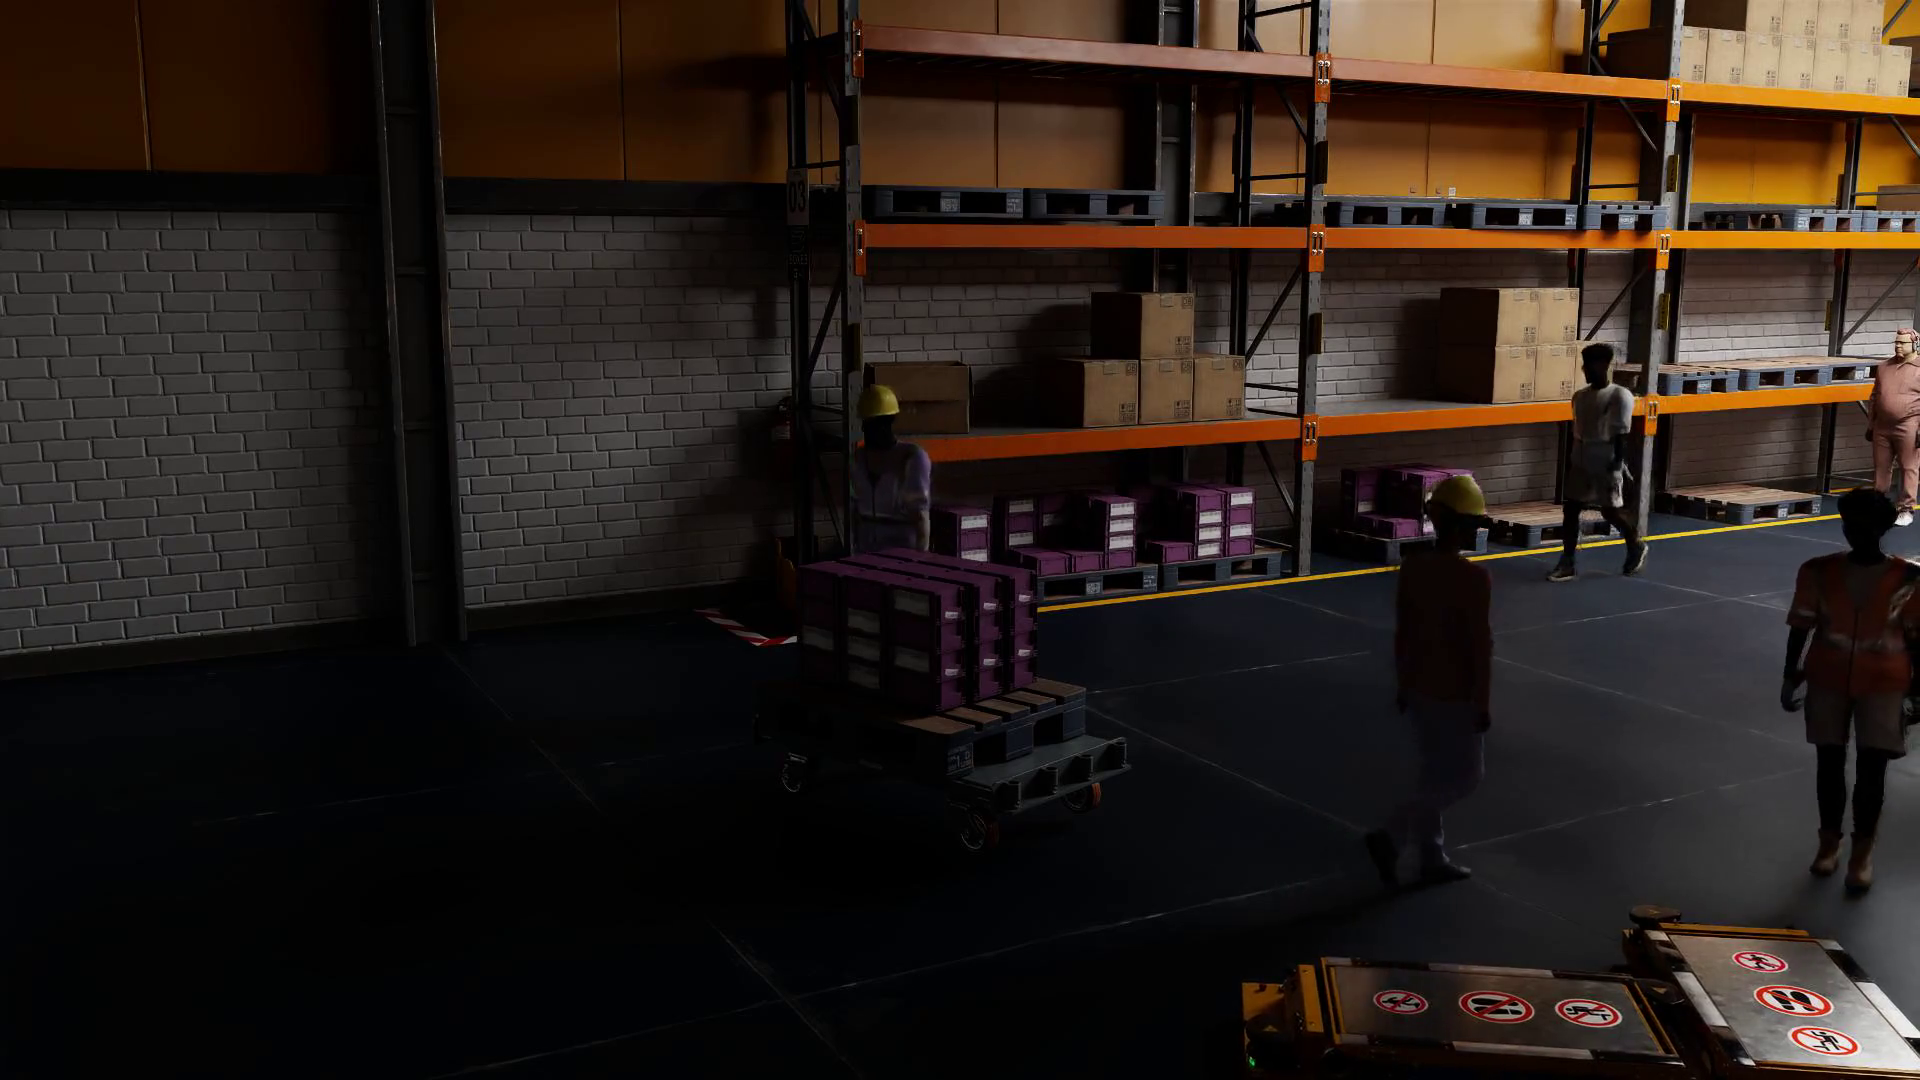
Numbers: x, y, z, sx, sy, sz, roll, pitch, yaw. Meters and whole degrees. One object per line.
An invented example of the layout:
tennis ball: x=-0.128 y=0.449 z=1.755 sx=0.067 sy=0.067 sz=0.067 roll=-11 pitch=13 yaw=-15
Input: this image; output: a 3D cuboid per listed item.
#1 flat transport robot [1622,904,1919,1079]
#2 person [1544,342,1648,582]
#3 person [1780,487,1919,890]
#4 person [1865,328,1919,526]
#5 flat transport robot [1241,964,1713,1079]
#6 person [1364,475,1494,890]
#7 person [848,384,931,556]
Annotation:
flat transport robot: x=2.703 y=1.571 z=5.487 sx=0.652 sy=0.197 sz=1.431 roll=1 pitch=10 yaw=8
person: x=5.173 y=-0.628 z=13.377 sx=0.892 sy=1.935 sz=0.609 roll=-6 pitch=11 yaw=-29
person: x=3.696 y=0.619 z=6.911 sx=0.548 sy=1.677 sz=0.504 roll=8 pitch=13 yaw=39
person: x=9.092 y=-1.094 z=16.127 sx=0.410 sy=1.909 sz=0.643 roll=-6 pitch=11 yaw=-29
flat transport robot: x=1.641 y=1.593 z=5.365 sx=1.431 sy=0.197 sz=0.652 roll=1 pitch=10 yaw=8
person: x=1.918 y=0.605 z=6.790 sx=0.529 sy=1.743 sz=0.524 roll=-4 pitch=11 yaw=-21
person: x=-0.354 y=0.050 z=9.537 sx=0.604 sy=1.905 sz=0.690 roll=7 pitch=12 yaw=35
